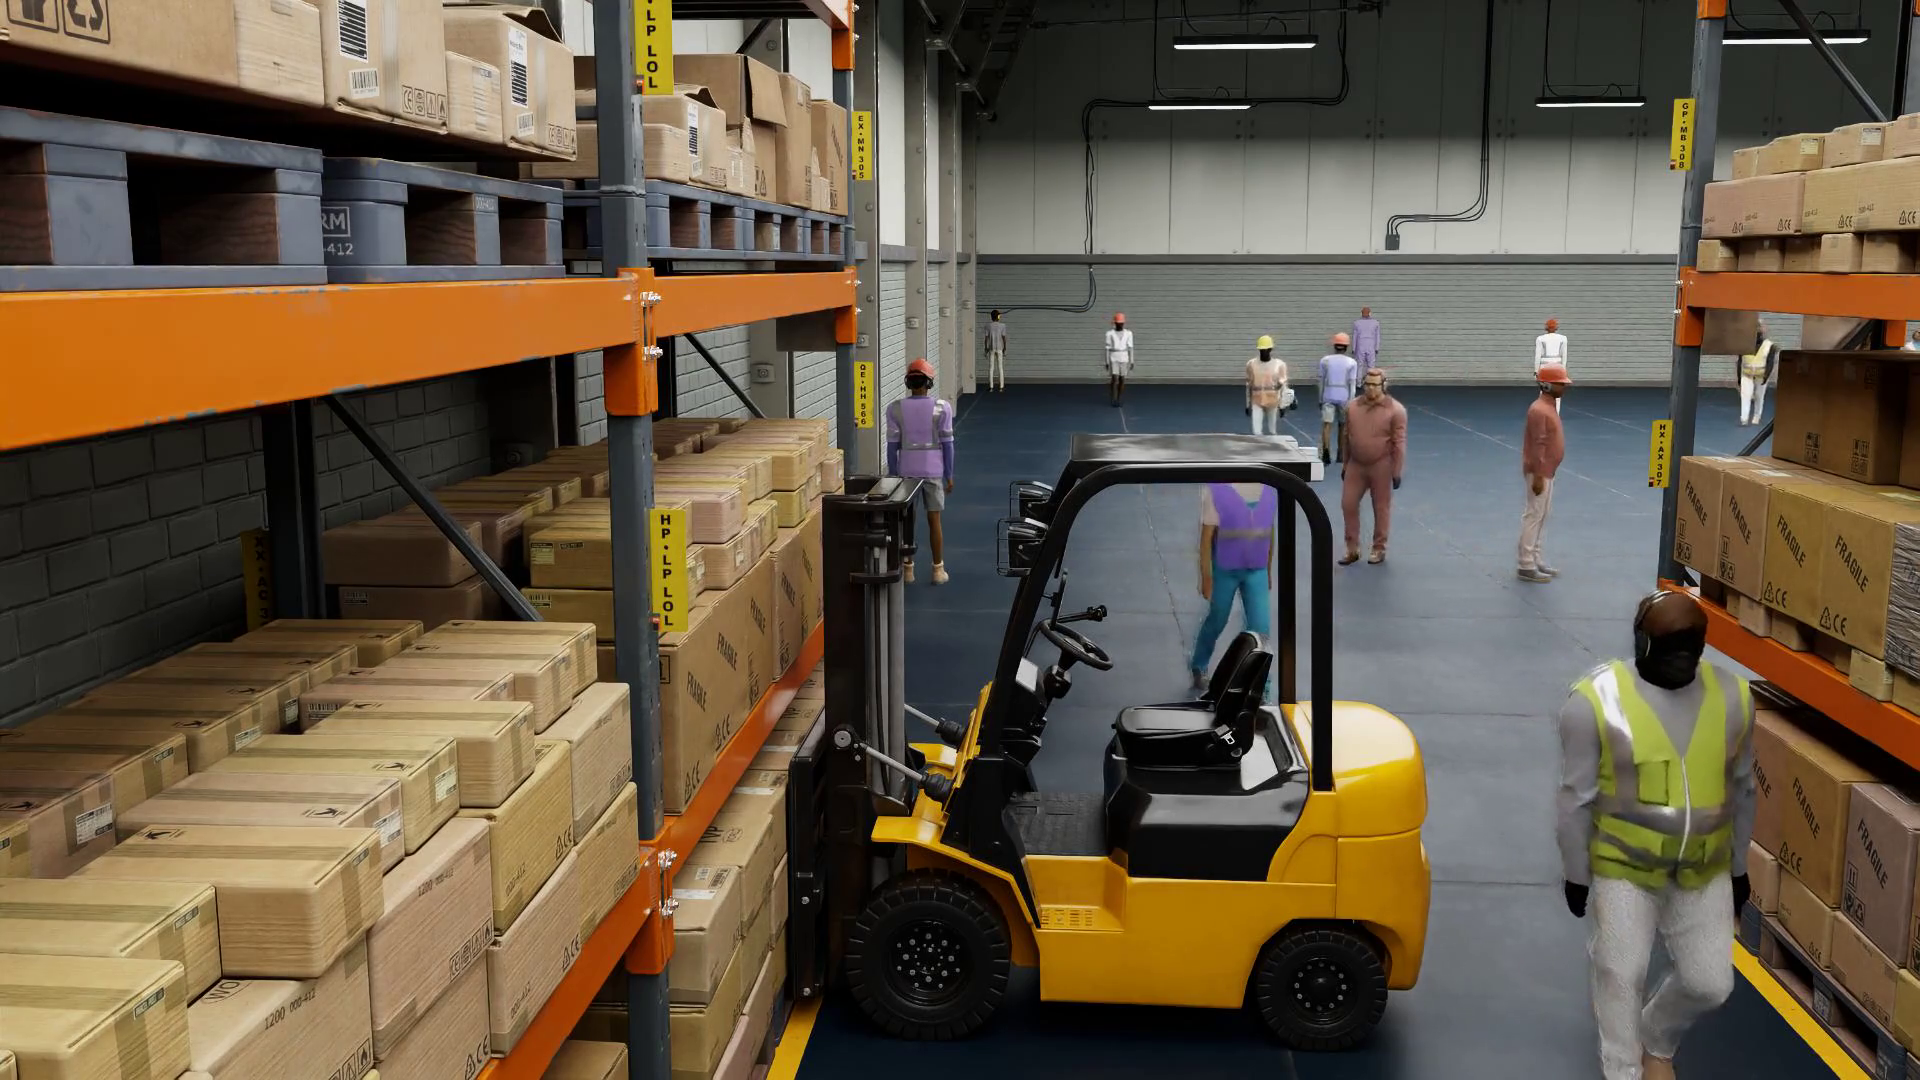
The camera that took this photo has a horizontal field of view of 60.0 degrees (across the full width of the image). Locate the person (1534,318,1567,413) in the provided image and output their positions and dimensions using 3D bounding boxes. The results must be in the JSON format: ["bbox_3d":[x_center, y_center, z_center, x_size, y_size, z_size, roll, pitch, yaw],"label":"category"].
[{"bbox_3d":[10.975,-3.171,30.933,0.573,1.883,0.353,1,9,5],"label":"person"}]

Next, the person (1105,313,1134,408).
[{"bbox_3d":[3.239,-3.611,33.552,0.549,1.908,0.844,-1,9,-7],"label":"person"}]

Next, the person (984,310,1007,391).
[{"bbox_3d":[0.808,-4.315,37.927,0.519,1.865,0.326,1,9,5],"label":"person"}]

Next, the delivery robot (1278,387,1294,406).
[{"bbox_3d":[6.363,-2.914,33.111,0.477,0.478,0.707,-2,10,-14],"label":"delivery robot"}]

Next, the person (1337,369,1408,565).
[{"bbox_3d":[3.894,-0.683,15.840,0.669,1.880,0.749,7,12,36],"label":"person"}]

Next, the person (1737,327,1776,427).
[{"bbox_3d":[14.238,-2.927,29.781,0.608,1.790,1.005,5,11,28],"label":"person"}]

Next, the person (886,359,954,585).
[{"bbox_3d":[-0.353,-0.607,14.942,0.605,2.034,0.392,1,9,5],"label":"person"}]

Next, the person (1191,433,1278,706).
[{"bbox_3d":[1.793,0.174,10.918,0.578,1.809,0.927,-3,10,-18],"label":"person"}]

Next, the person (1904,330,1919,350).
[{"bbox_3d":[19.055,-3.391,33.126,0.519,1.600,0.849,6,11,32],"label":"person"}]

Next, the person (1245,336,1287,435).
[{"bbox_3d":[4.353,-1.968,23.672,0.603,1.882,0.979,4,10,21],"label":"person"}]

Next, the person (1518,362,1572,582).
[{"bbox_3d":[5.324,-0.623,15.155,0.396,1.992,0.622,5,11,28],"label":"person"}]

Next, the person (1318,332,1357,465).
[{"bbox_3d":[5.424,-2.032,23.939,0.545,1.916,0.840,3,10,16],"label":"person"}]

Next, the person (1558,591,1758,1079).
[{"bbox_3d":[2.276,1.062,5.444,0.652,1.831,0.438,0,9,2],"label":"person"}]

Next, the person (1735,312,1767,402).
[{"bbox_3d":[16.681,-3.830,34.920,0.651,1.893,0.443,-5,11,-30],"label":"person"}]

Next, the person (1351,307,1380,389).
[{"bbox_3d":[9.385,-4.431,38.522,0.636,1.903,0.406,1,9,5],"label":"person"}]
